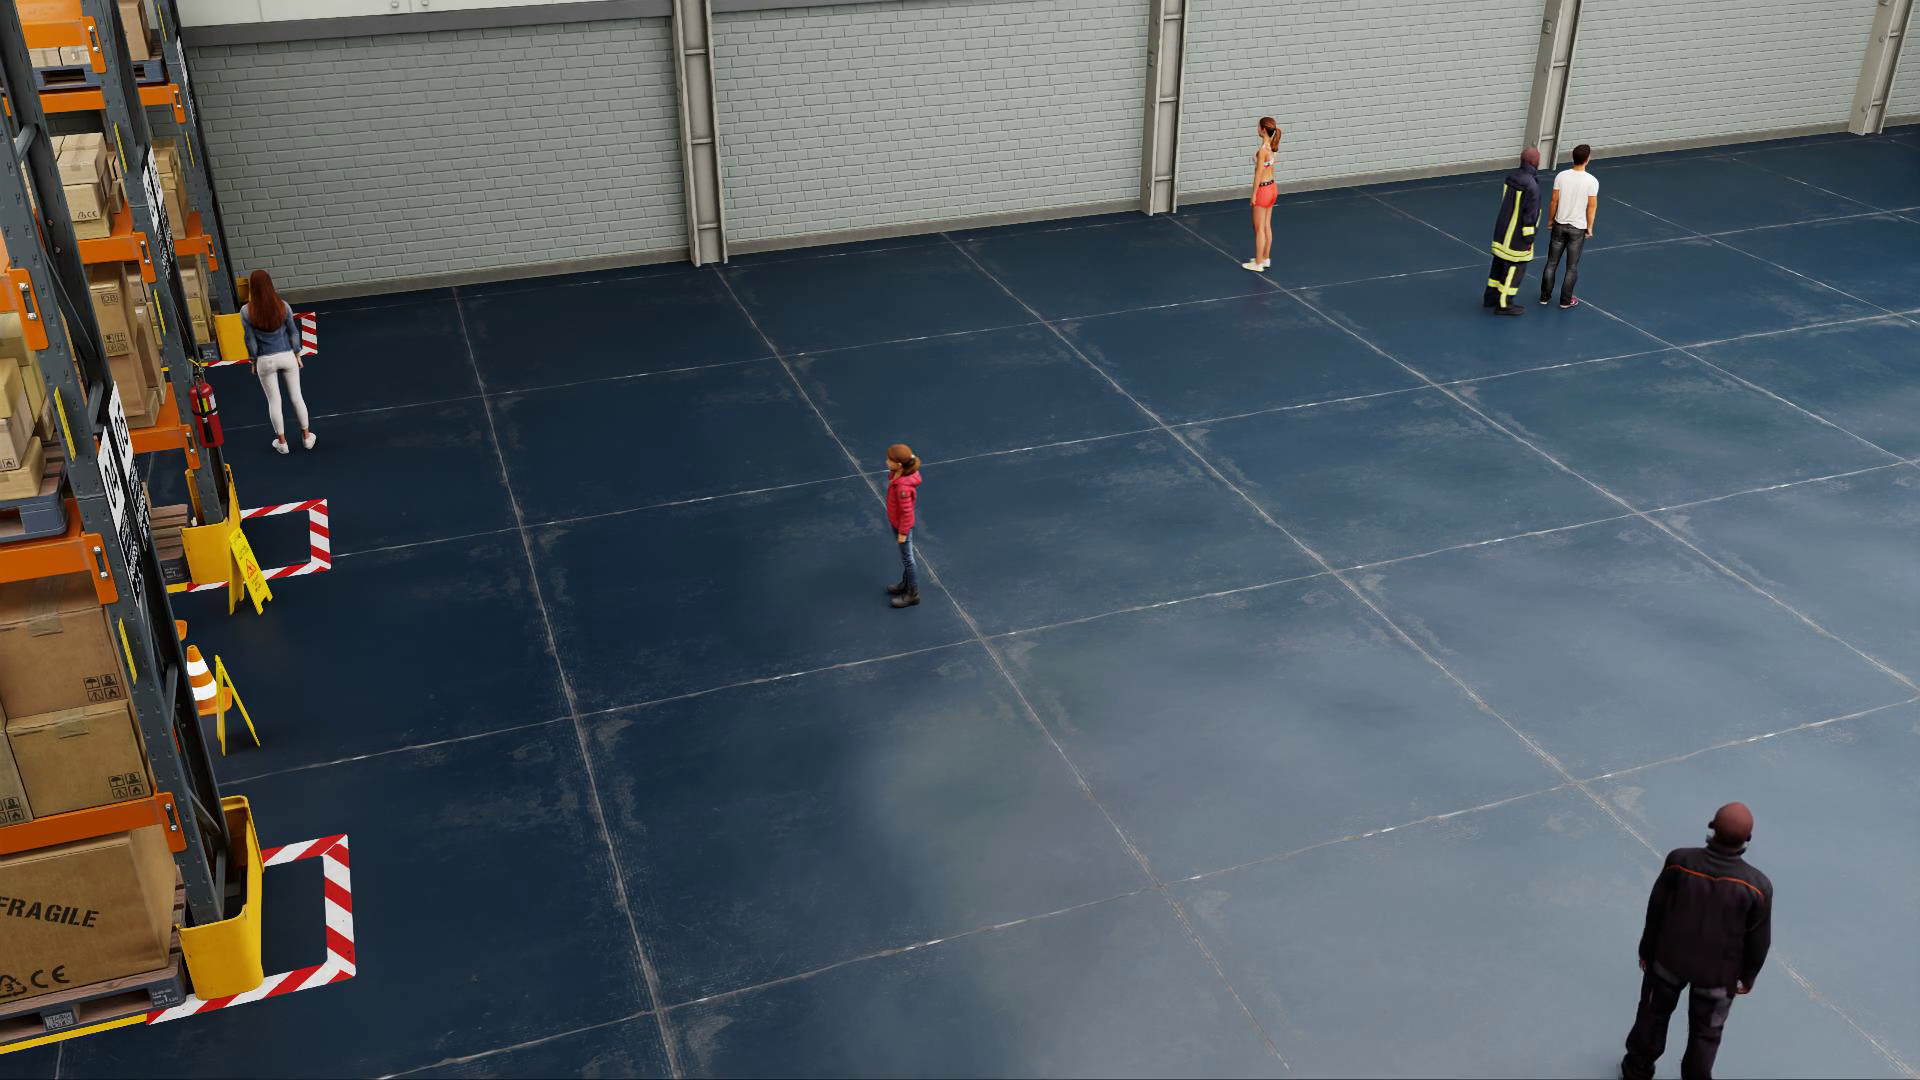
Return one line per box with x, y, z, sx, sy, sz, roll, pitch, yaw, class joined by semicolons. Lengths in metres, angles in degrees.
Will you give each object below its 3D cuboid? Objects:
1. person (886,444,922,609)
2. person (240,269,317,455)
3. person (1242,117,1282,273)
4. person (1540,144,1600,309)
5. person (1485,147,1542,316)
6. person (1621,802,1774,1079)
-0.425;-0.124;12.591;0.537;1.317;0.553;-4;28;-7;person
-6.149;-1.603;14.959;0.496;1.701;0.707;-14;31;-25;person
3.560;-4.043;19.451;0.712;1.786;0.628;18;33;30;person
6.724;-3.472;18.361;0.722;1.803;0.725;20;34;32;person
6.084;-3.396;18.200;0.732;1.820;0.782;-4;28;-8;person
3.545;2.030;8.014;0.801;1.818;0.823;18;33;30;person
